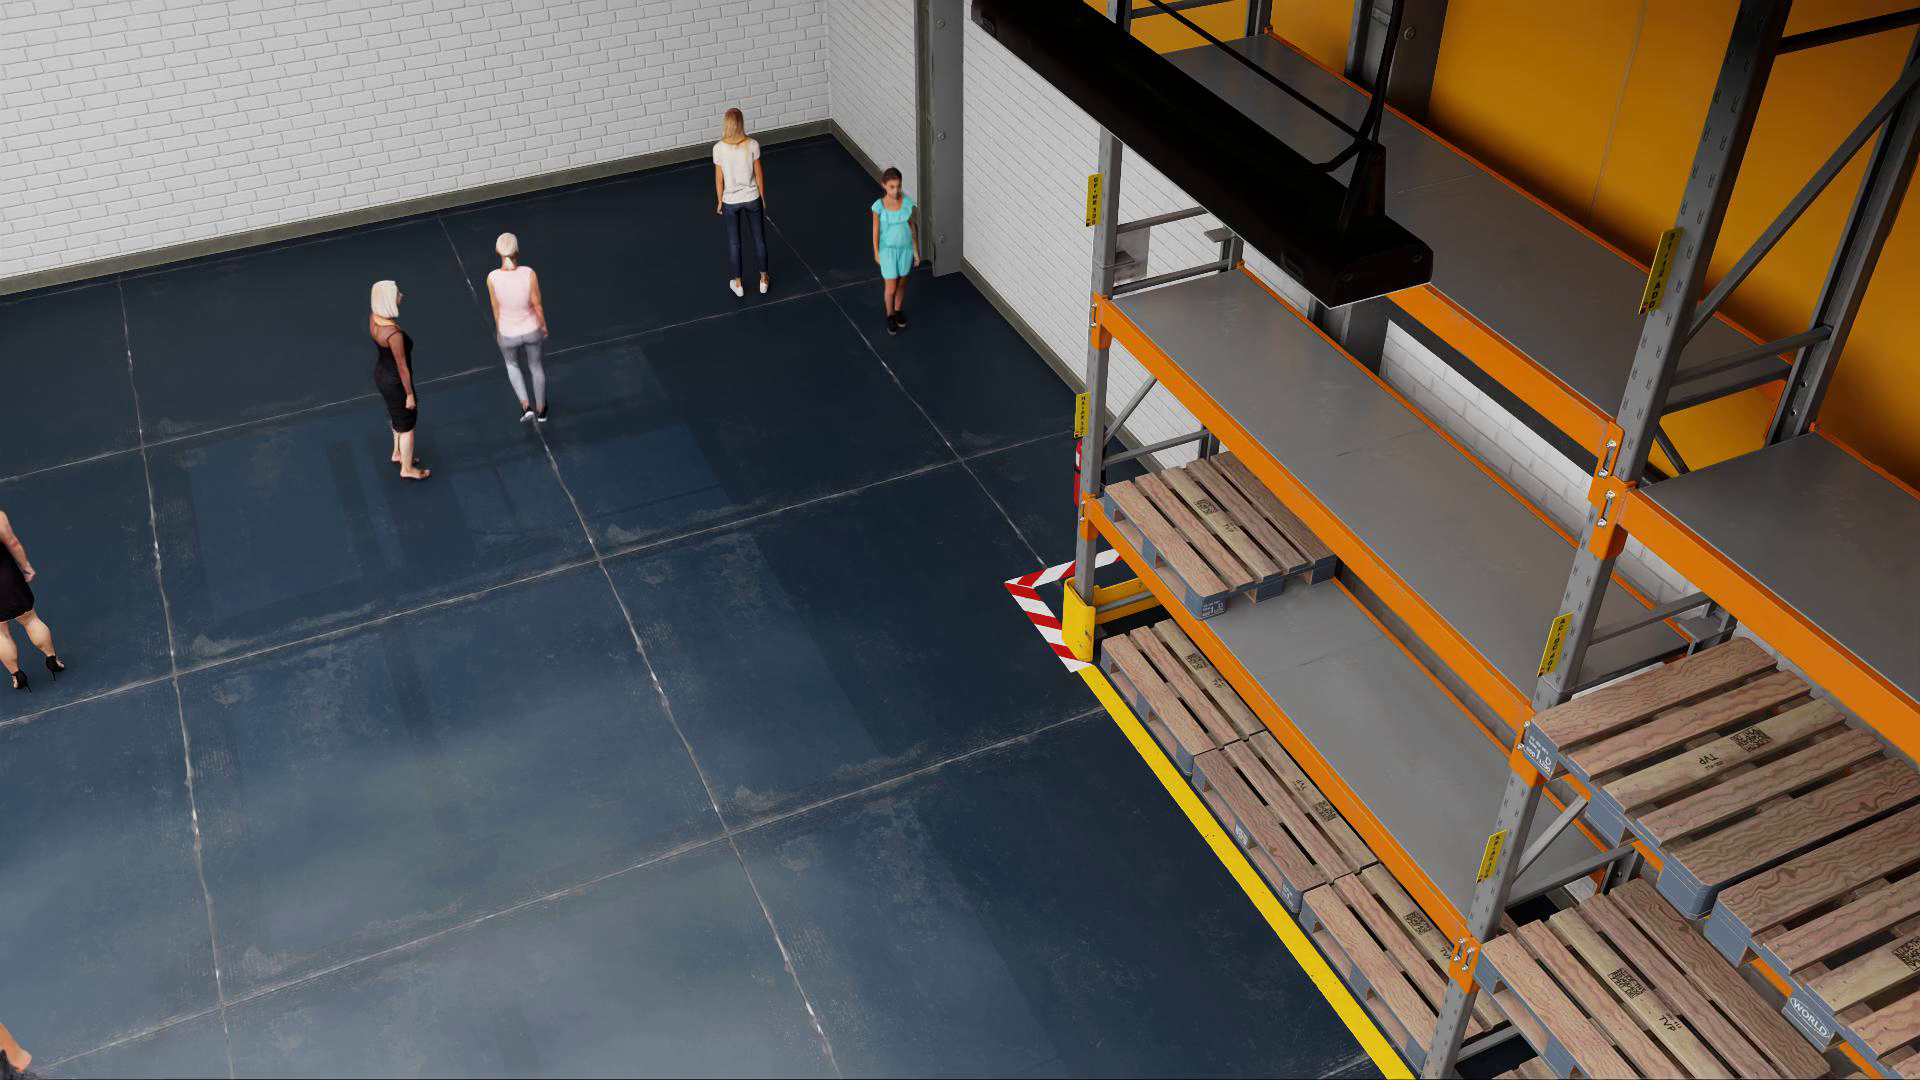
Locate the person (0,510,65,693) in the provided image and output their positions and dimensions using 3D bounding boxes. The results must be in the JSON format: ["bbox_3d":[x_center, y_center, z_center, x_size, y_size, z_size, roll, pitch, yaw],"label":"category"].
[{"bbox_3d":[-6.348,0.292,10.924,0.714,1.716,0.672,-26,45,-29],"label":"person"}]

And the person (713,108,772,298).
[{"bbox_3d":[-1.968,-3.049,15.034,0.637,1.809,0.567,-9,39,-11],"label":"person"}]

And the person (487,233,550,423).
[{"bbox_3d":[-3.521,-1.634,13.335,0.628,1.716,0.748,-10,40,-12],"label":"person"}]

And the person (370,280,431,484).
[{"bbox_3d":[-4.355,-1.193,12.773,0.726,1.729,0.603,-26,45,-29],"label":"person"}]

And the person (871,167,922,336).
[{"bbox_3d":[-0.587,-2.594,14.676,0.579,1.544,0.616,-13,40,-15],"label":"person"}]
